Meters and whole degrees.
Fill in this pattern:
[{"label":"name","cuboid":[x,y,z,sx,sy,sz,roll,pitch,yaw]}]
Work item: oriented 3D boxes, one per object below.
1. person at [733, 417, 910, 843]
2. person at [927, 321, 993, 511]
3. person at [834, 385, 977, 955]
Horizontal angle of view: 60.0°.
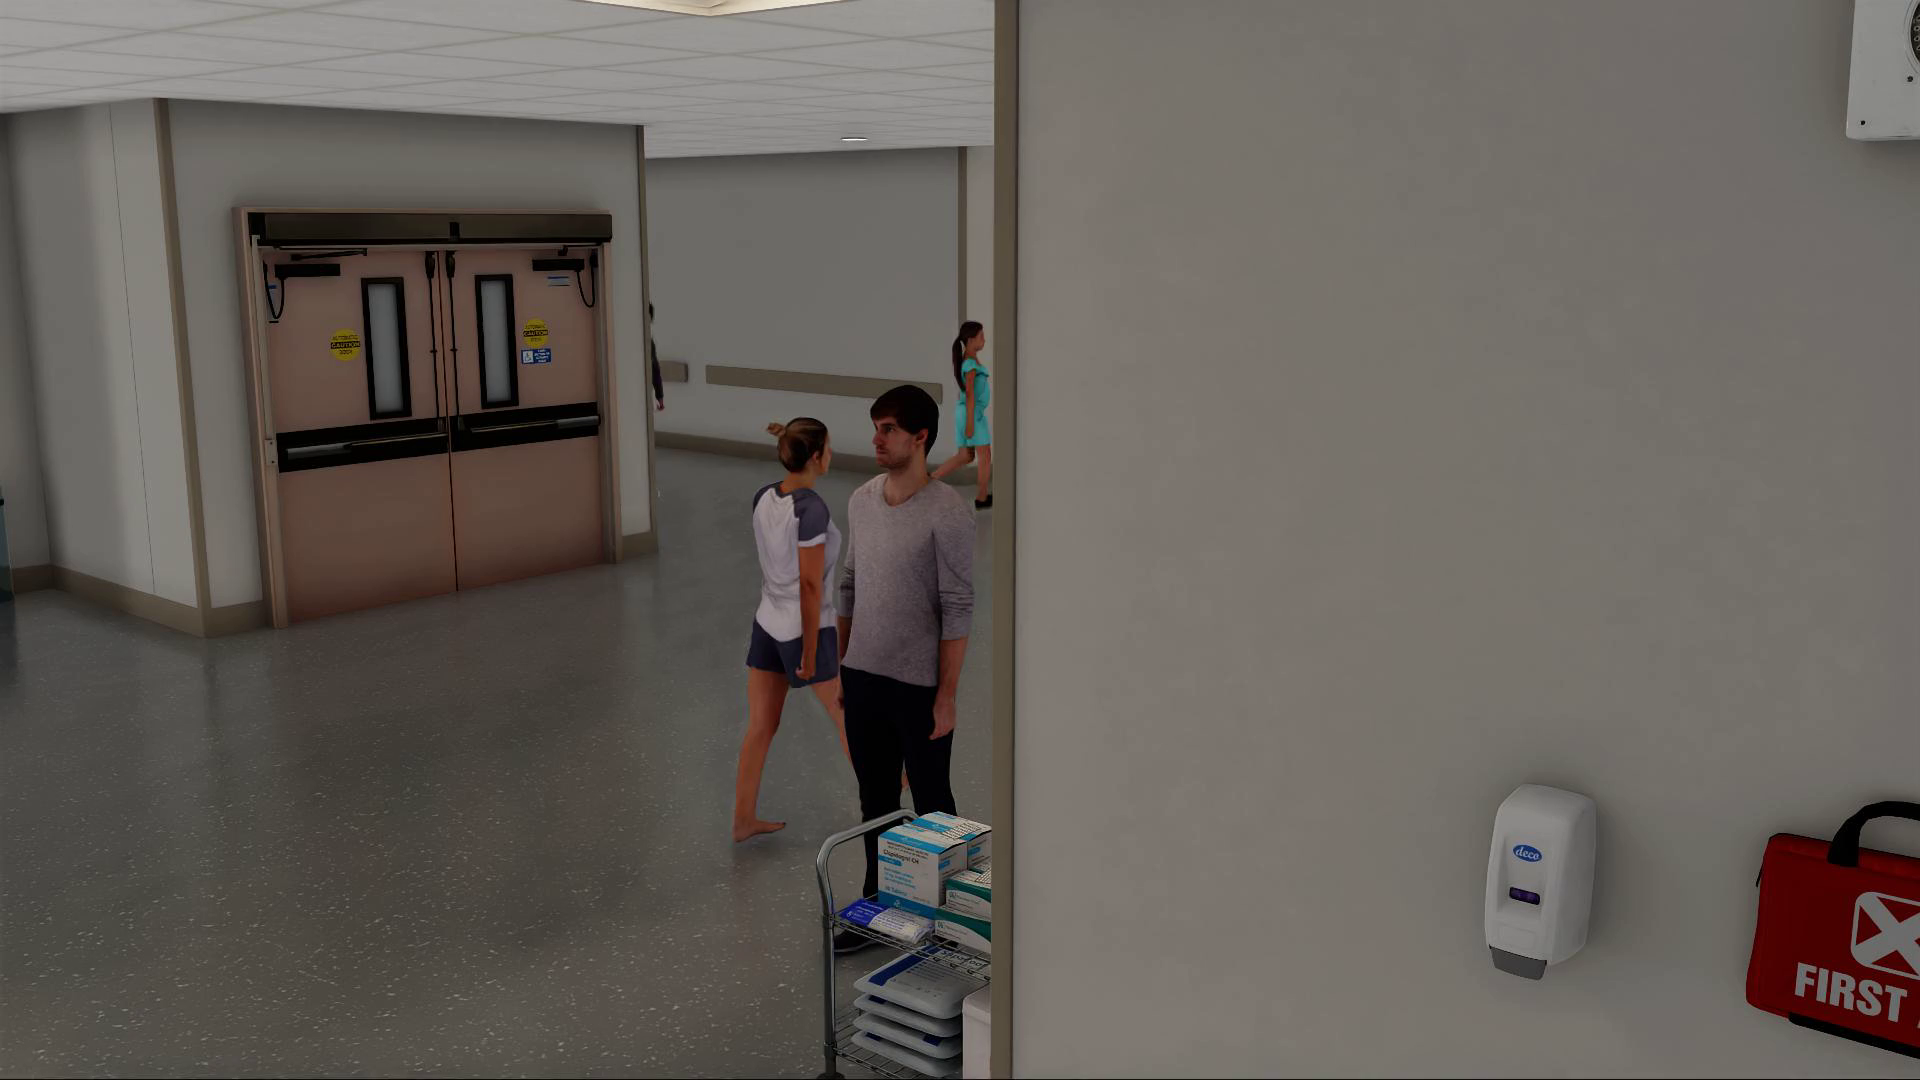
[{"label":"person","cuboid":[-0.677,0.376,6.187,0.985,1.582,0.622,-10,15,-44]},{"label":"person","cuboid":[0.020,-0.989,13.502,1.004,1.537,0.893,-2,11,-10]},{"label":"person","cuboid":[-0.172,0.433,5.189,0.655,1.844,0.527,9,14,40]}]
